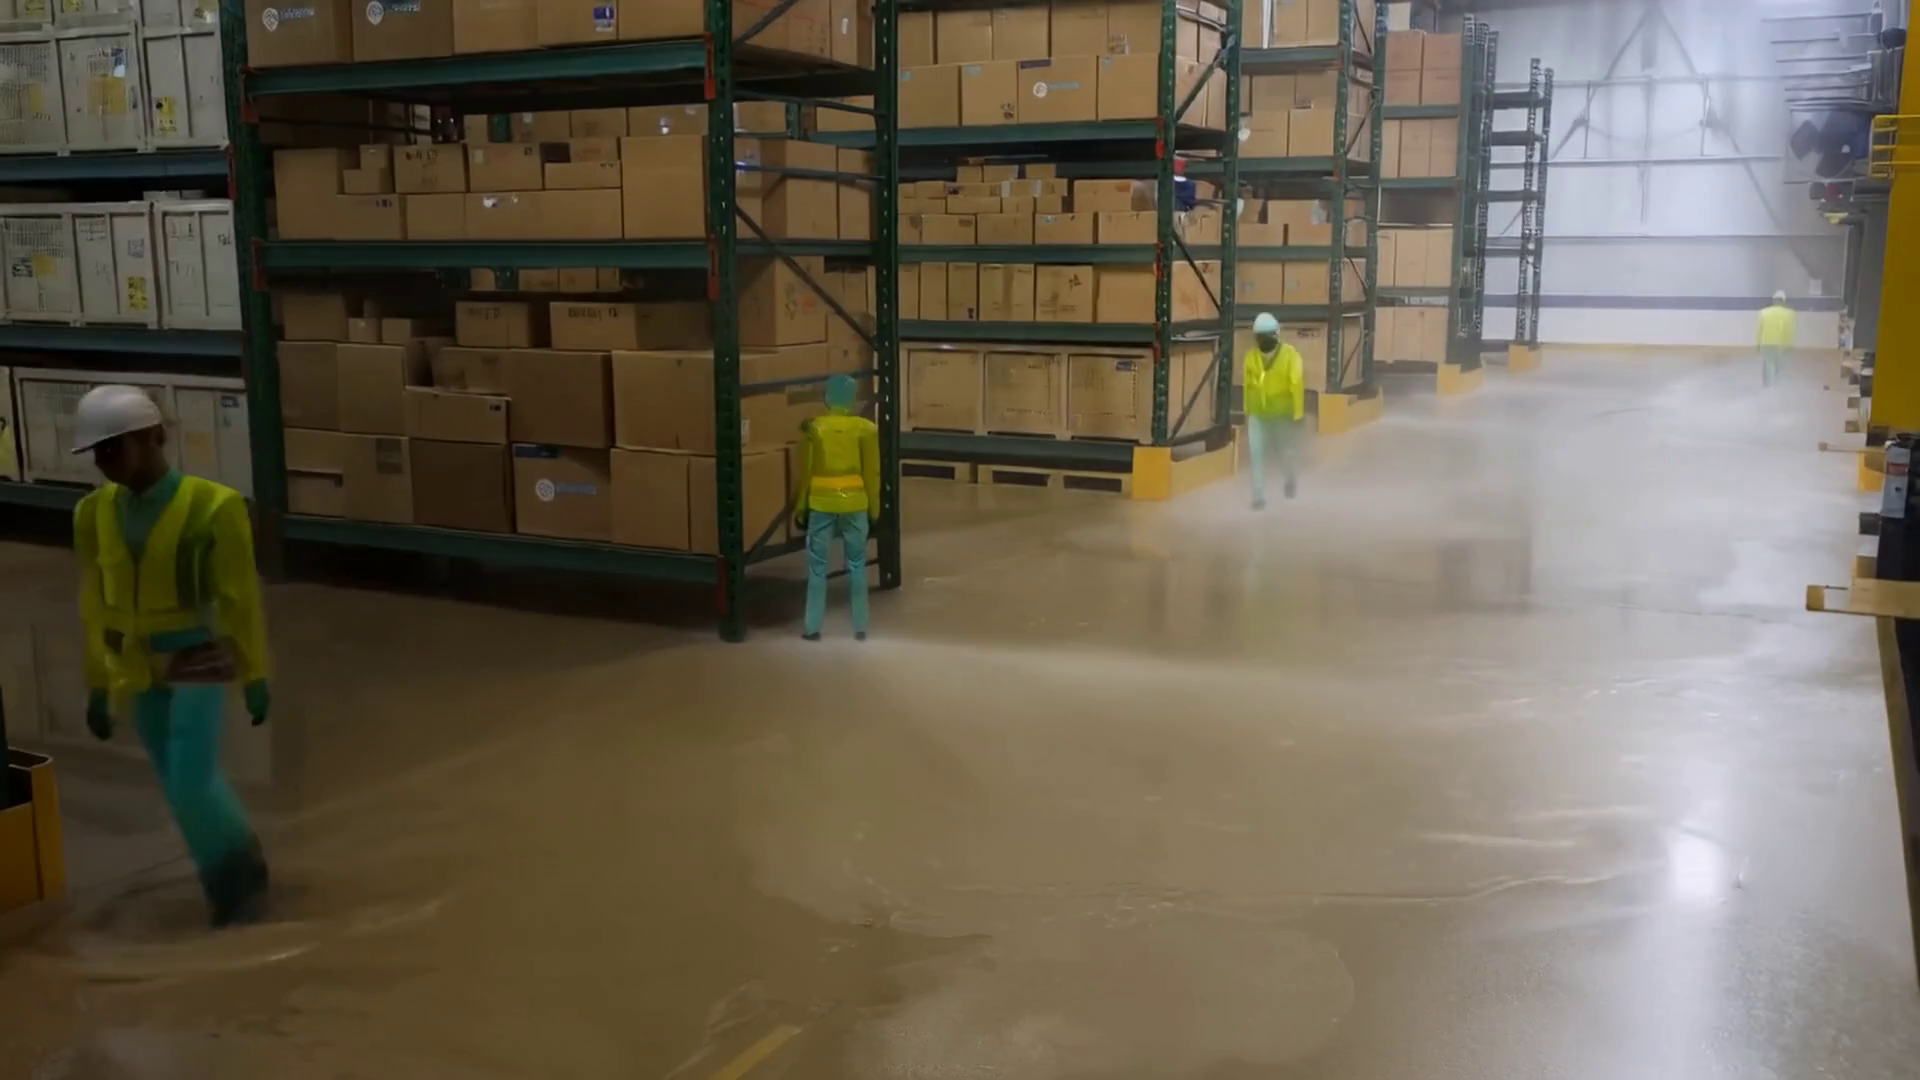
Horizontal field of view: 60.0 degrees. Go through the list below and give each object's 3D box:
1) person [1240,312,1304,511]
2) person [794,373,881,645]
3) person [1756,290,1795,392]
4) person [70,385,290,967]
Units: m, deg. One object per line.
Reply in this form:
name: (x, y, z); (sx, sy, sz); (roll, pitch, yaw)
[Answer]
person: (2.871, -1.184, 15.270); (0.605, 1.796, 0.744); (5, 11, 26)
person: (-0.723, -0.177, 9.895); (0.528, 1.625, 0.314); (-3, 10, -16)
person: (13.742, -3.357, 28.059); (0.578, 1.703, 0.877); (6, 11, 30)
person: (-2.580, 0.439, 5.486); (0.610, 1.913, 0.467); (1, 10, 7)
